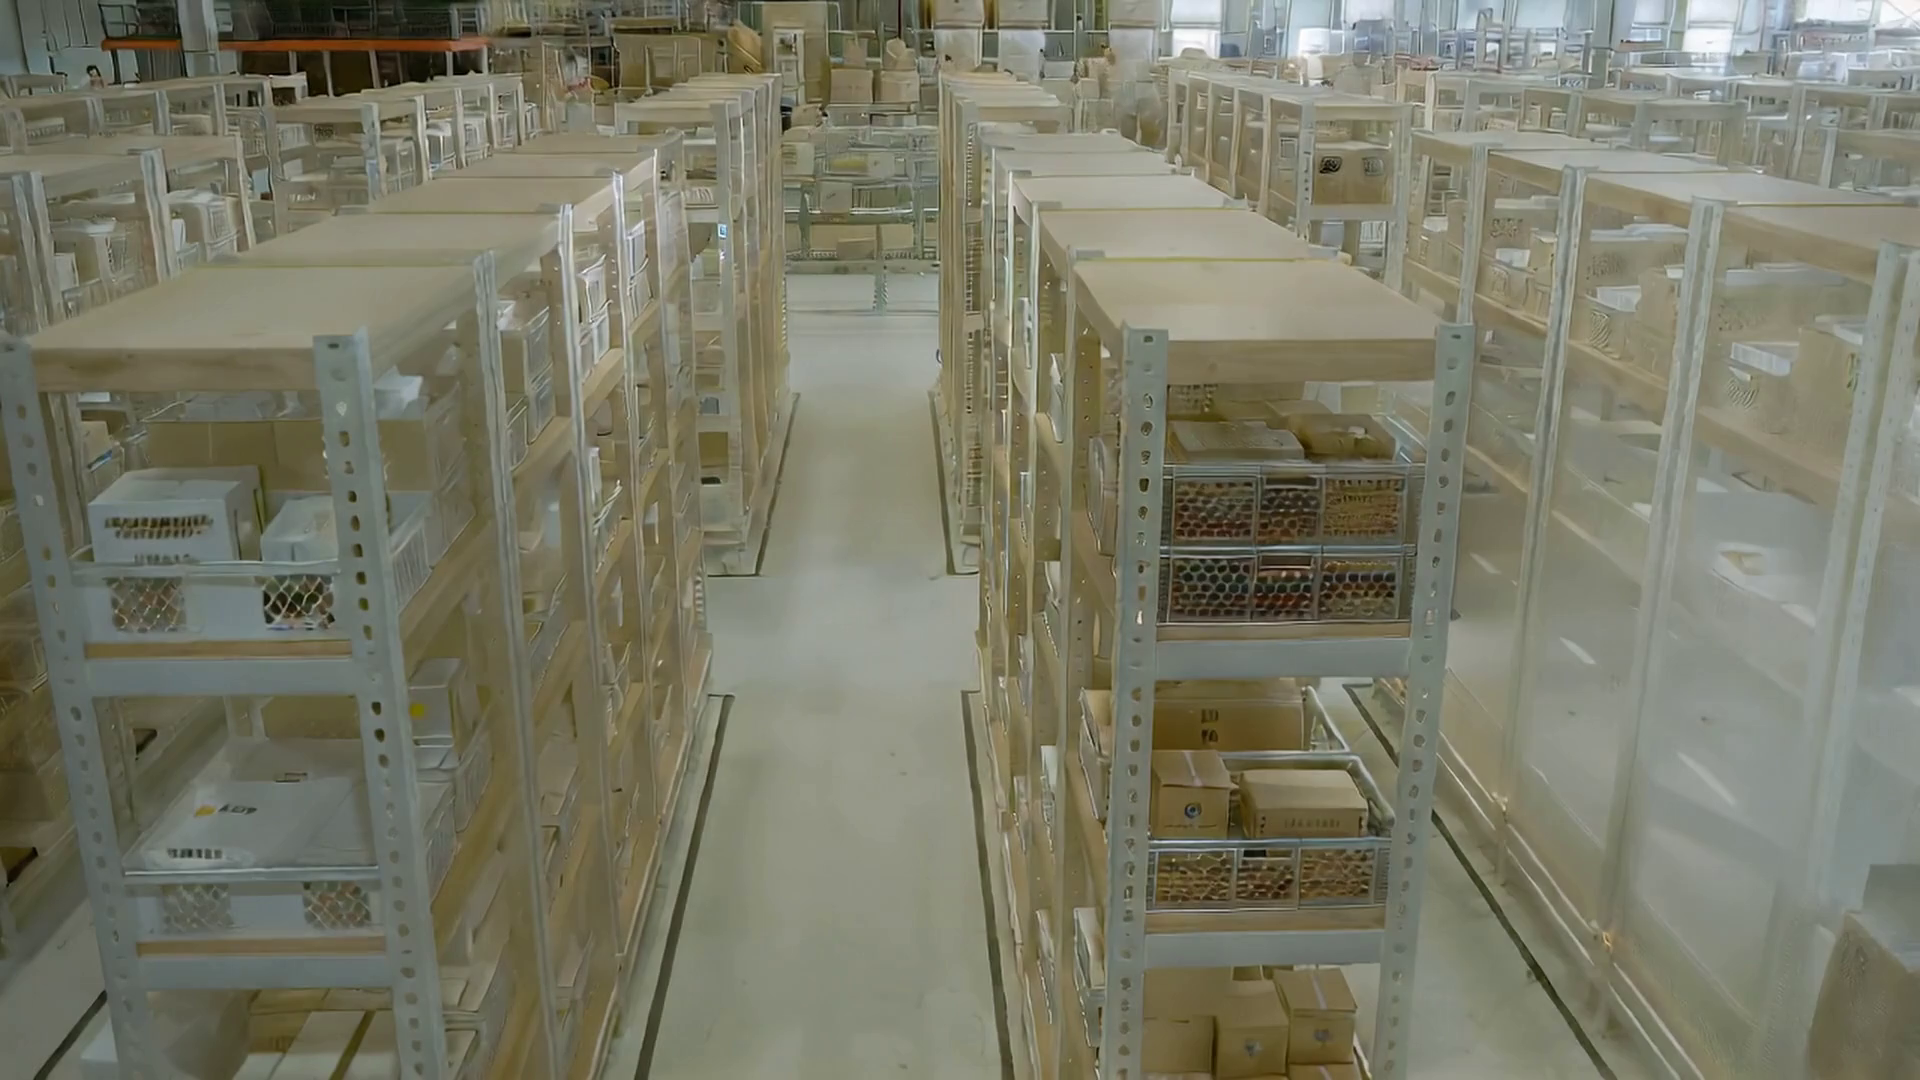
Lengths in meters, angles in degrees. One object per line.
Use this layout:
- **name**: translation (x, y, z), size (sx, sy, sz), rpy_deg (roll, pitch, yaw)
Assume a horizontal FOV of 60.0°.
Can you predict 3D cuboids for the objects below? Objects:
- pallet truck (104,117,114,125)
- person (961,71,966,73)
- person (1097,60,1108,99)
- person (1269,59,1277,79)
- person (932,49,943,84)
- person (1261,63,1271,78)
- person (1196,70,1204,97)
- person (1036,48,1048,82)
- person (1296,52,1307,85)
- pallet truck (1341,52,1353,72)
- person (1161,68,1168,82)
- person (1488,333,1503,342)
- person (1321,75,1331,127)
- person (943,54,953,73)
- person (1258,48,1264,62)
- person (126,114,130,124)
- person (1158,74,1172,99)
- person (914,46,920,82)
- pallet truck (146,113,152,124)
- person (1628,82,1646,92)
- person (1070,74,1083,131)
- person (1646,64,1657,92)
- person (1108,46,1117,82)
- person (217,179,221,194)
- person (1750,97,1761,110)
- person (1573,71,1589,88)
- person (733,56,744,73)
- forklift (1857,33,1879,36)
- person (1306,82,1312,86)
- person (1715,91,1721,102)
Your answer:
- **pallet truck**: translation (-18.367, -7.885, 35.078), size (1.885, 1.965, 0.823), rpy_deg (1, 18, 2)
- **person**: translation (0.160, -16.782, 62.843), size (0.413, 1.852, 0.516), rpy_deg (4, 18, 13)
- **person**: translation (6.384, -20.540, 74.508), size (0.401, 1.826, 0.515), rpy_deg (-8, 20, -24)
- **person**: translation (15.114, -22.398, 80.484), size (0.534, 1.692, 0.321), rpy_deg (-15, 23, -38)
- **person**: translation (-1.247, -25.984, 91.334), size (0.619, 1.845, 0.430), rpy_deg (-7, 19, -21)
- **person**: translation (12.491, -18.562, 68.239), size (0.392, 1.922, 0.592), rpy_deg (-9, 20, -27)
- **person**: translation (8.950, -16.642, 62.352), size (0.975, 1.882, 0.565), rpy_deg (17, 24, 42)
- **person**: translation (4.675, -26.833, 93.955), size (0.593, 1.872, 0.824), rpy_deg (-10, 21, -29)
- **person**: translation (17.067, -23.378, 83.116), size (0.372, 1.940, 0.632), rpy_deg (-17, 24, -42)
- **pallet truck**: translation (18.794, -23.123, 82.231), size (0.823, 1.965, 1.885), rpy_deg (-13, 22, -35)
- **person**: translation (7.996, -17.479, 64.991), size (0.423, 1.851, 0.555), rpy_deg (-5, 18, -14)
- **person**: translation (6.035, -2.337, 18.076), size (0.635, 1.902, 1.005), rpy_deg (-2, 18, -5)
- **person**: translation (12.663, -15.192, 57.832), size (0.701, 1.909, 0.573), rpy_deg (2, 18, 8)
- **person**: translation (-0.627, -24.720, 87.607), size (0.489, 1.726, 0.497), rpy_deg (-4, 18, -13)
- **person**: translation (16.321, -25.726, 90.382), size (0.358, 1.937, 0.552), rpy_deg (0, 18, -1)
- **person**: translation (-20.434, -9.956, 41.413), size (0.394, 2.041, 0.612), rpy_deg (9, 20, 25)
- **person**: translation (7.749, -16.718, 62.818), size (0.548, 1.733, 0.484), rpy_deg (-6, 19, -19)
- **person**: translation (-2.511, -26.903, 94.015), size (0.605, 1.944, 0.402), rpy_deg (9, 20, 25)
- **pallet truck**: translation (-18.087, -8.309, 36.390), size (1.885, 1.965, 0.823), rpy_deg (-1, 18, -4)
- **person**: translation (23.721, -15.423, 58.335), size (0.598, 2.000, 0.717), rpy_deg (-12, 21, -32)
- **person**: translation (4.014, -15.190, 57.730), size (0.368, 1.967, 0.600), rpy_deg (-8, 20, -23)
- **person**: translation (30.787, -20.411, 74.041), size (0.574, 1.876, 0.355), rpy_deg (-6, 19, -19)
- **person**: translation (8.538, -26.626, 93.145), size (0.508, 1.956, 0.667), rpy_deg (-7, 19, -22)
- **person**: translation (-16.043, -8.253, 36.359), size (0.401, 1.910, 0.640), rpy_deg (13, 22, 36)
- **person**: translation (22.108, -11.417, 46.344), size (0.603, 1.792, 0.911), rpy_deg (-3, 18, -8)
- **person**: translation (22.831, -16.315, 61.326), size (0.477, 1.902, 0.609), rpy_deg (-11, 21, -30)
- **person**: translation (-10.598, -22.289, 79.832), size (0.574, 1.884, 0.356), rpy_deg (-1, 18, -2)
- **forklift**: translation (46.104, -24.422, 84.837), size (1.129, 2.768, 1.873), rpy_deg (3, 18, 10)
- **person**: translation (11.935, -14.853, 57.140), size (0.394, 1.682, 0.535), rpy_deg (8, 20, 23)
- **person**: translation (25.496, -14.448, 55.430), size (0.644, 1.960, 0.814), rpy_deg (8, 19, 23)
